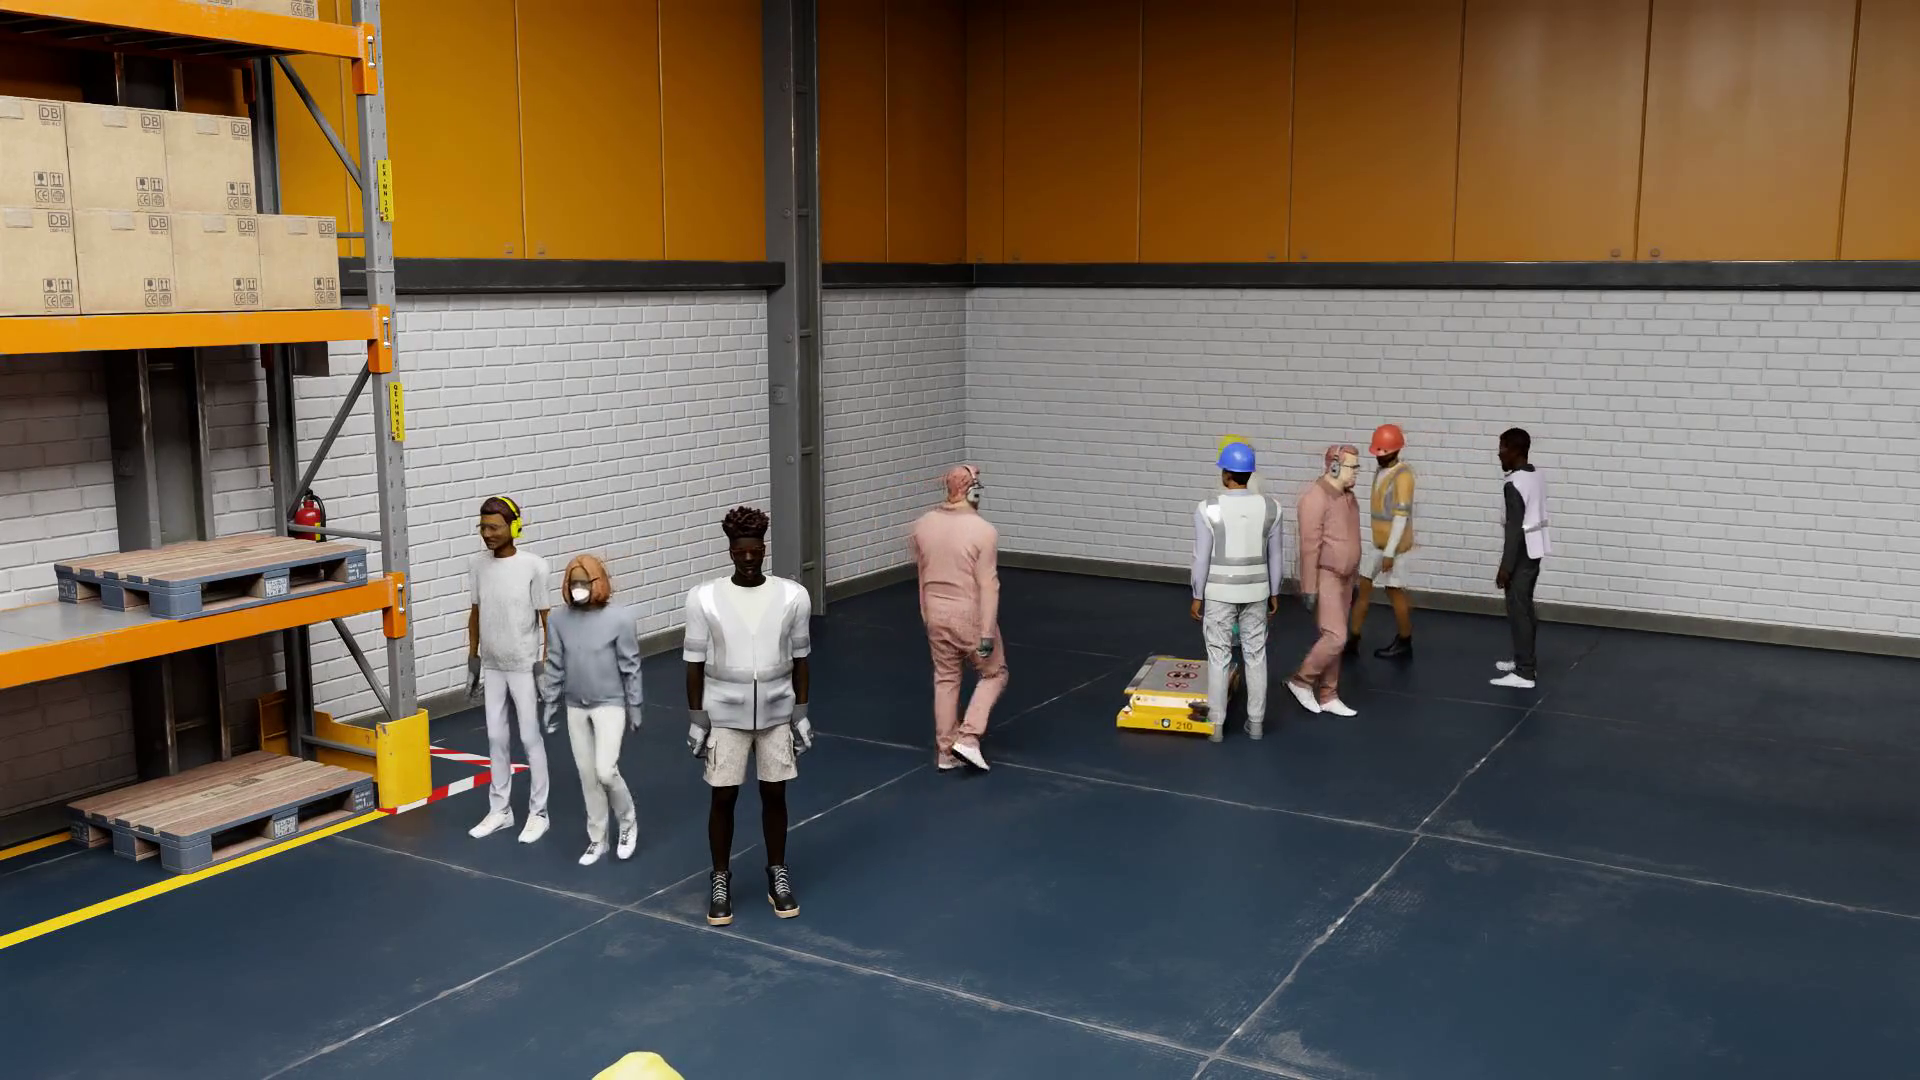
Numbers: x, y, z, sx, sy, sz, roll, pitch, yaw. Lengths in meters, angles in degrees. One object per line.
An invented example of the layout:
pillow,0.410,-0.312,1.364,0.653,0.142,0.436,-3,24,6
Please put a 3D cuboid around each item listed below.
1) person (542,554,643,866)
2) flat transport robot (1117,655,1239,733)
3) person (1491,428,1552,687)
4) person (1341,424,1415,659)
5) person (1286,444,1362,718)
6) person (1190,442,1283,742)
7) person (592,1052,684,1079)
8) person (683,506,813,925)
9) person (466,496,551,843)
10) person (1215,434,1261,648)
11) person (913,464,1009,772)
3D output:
person,-1.875,0.871,8.482,0.503,1.622,0.358,3,10,19
flat transport robot,1.541,1.051,11.568,0.652,0.197,1.431,3,9,15
person,4.156,0.123,12.309,0.420,1.896,0.663,6,11,33
person,3.220,0.028,12.940,0.819,1.879,0.629,-2,9,-9
person,2.537,0.285,11.302,0.409,1.891,0.674,7,12,38
person,1.789,0.340,10.774,0.614,1.950,0.375,-2,9,-9
person,-0.523,1.716,2.791,0.522,1.762,0.320,1,9,8
person,-0.983,0.811,7.789,0.607,1.966,0.367,-3,10,-17
person,-2.408,0.687,8.879,0.532,1.865,0.310,3,10,18
person,2.209,0.011,13.455,0.377,1.752,0.544,-4,10,-23
person,0.015,0.484,10.071,0.649,1.895,0.436,7,11,36
